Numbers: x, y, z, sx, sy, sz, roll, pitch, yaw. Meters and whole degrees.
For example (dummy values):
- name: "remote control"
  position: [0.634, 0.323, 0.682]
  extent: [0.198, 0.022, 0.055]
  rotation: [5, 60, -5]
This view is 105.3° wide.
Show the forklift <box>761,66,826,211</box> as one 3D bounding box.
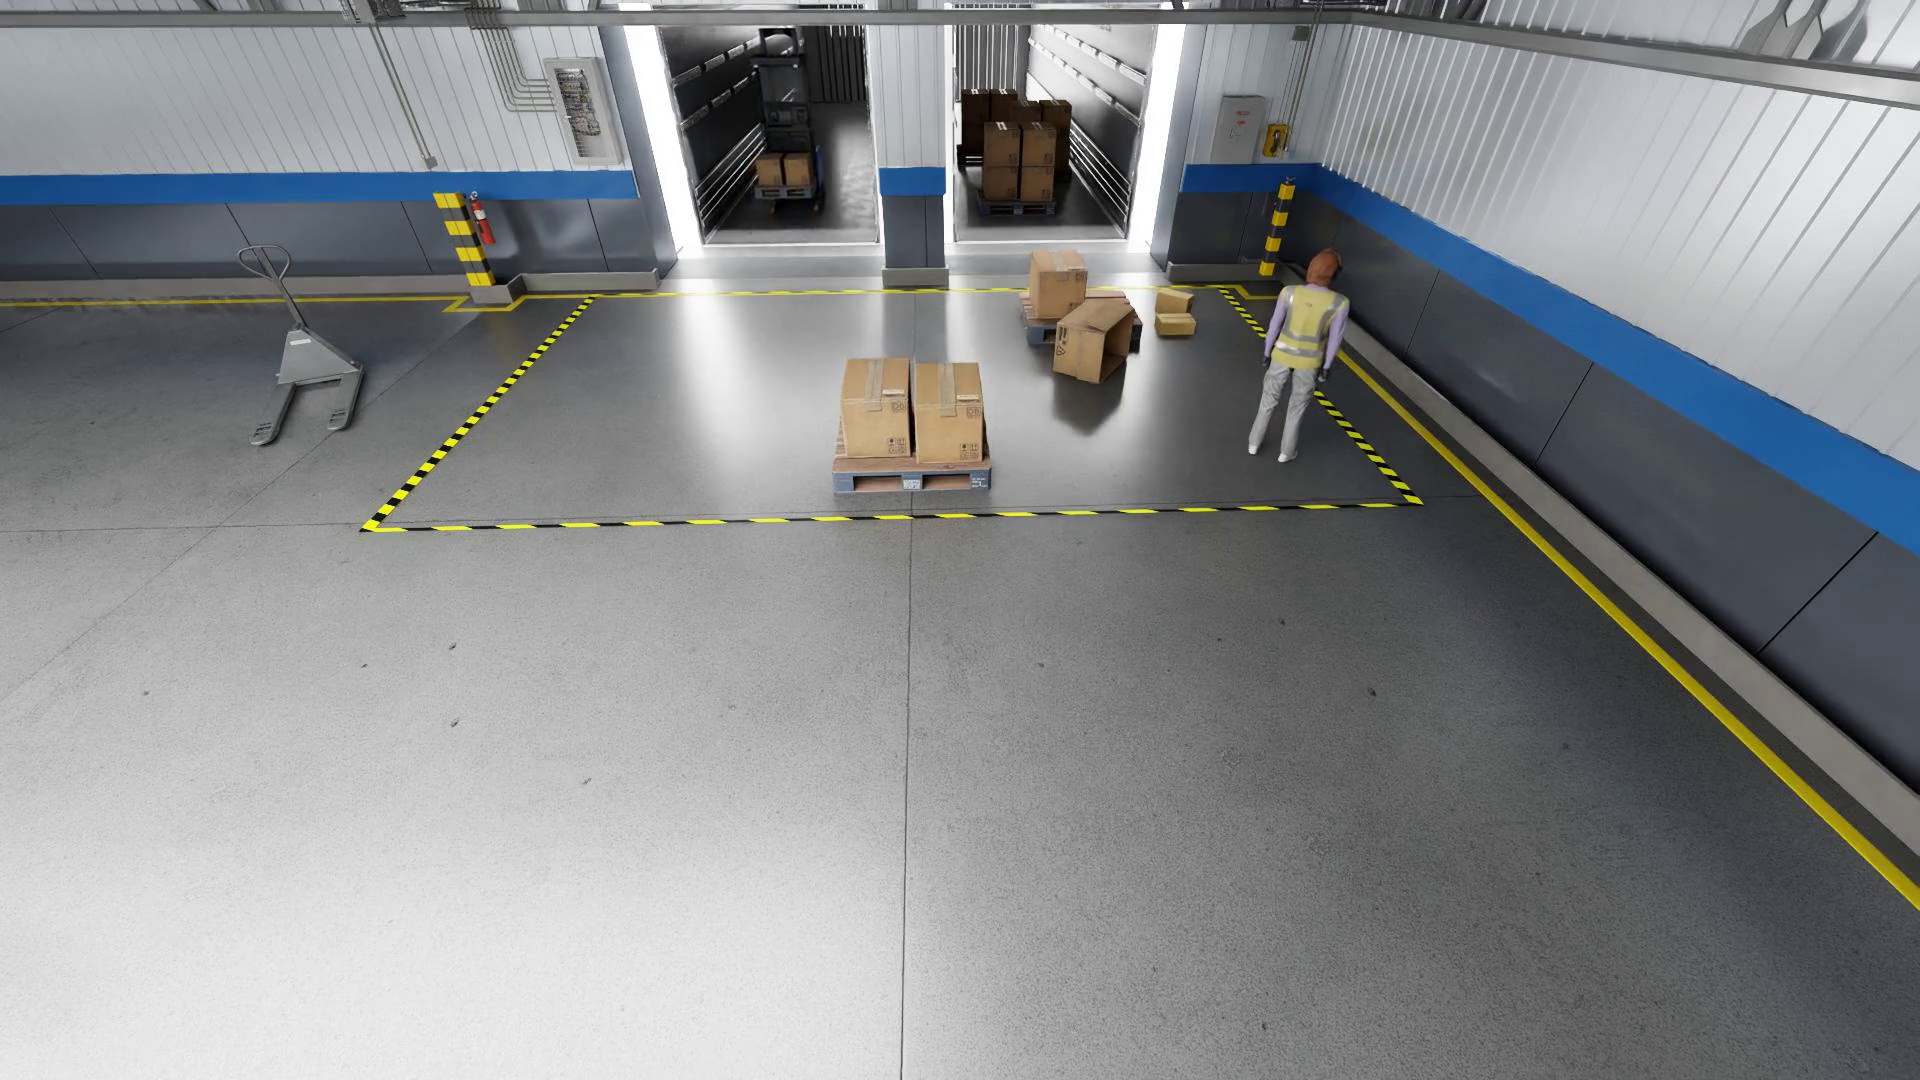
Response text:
- name: "forklift"
  position: [-2.677, -6.566, 11.812]
  extent: [0.716, 2.013, 0.776]
  rotation: [-1, 38, -2]

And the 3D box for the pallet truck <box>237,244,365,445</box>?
- name: "pallet truck"
  position: [-5.915, -1.733, 6.366]
  extent: [0.680, 1.201, 1.601]
  rotation: [-18, 42, -21]

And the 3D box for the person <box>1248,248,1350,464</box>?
- name: "person"
  position: [2.548, -1.348, 5.557]
  extent: [0.522, 1.638, 0.308]
  rotation: [23, 44, 27]
